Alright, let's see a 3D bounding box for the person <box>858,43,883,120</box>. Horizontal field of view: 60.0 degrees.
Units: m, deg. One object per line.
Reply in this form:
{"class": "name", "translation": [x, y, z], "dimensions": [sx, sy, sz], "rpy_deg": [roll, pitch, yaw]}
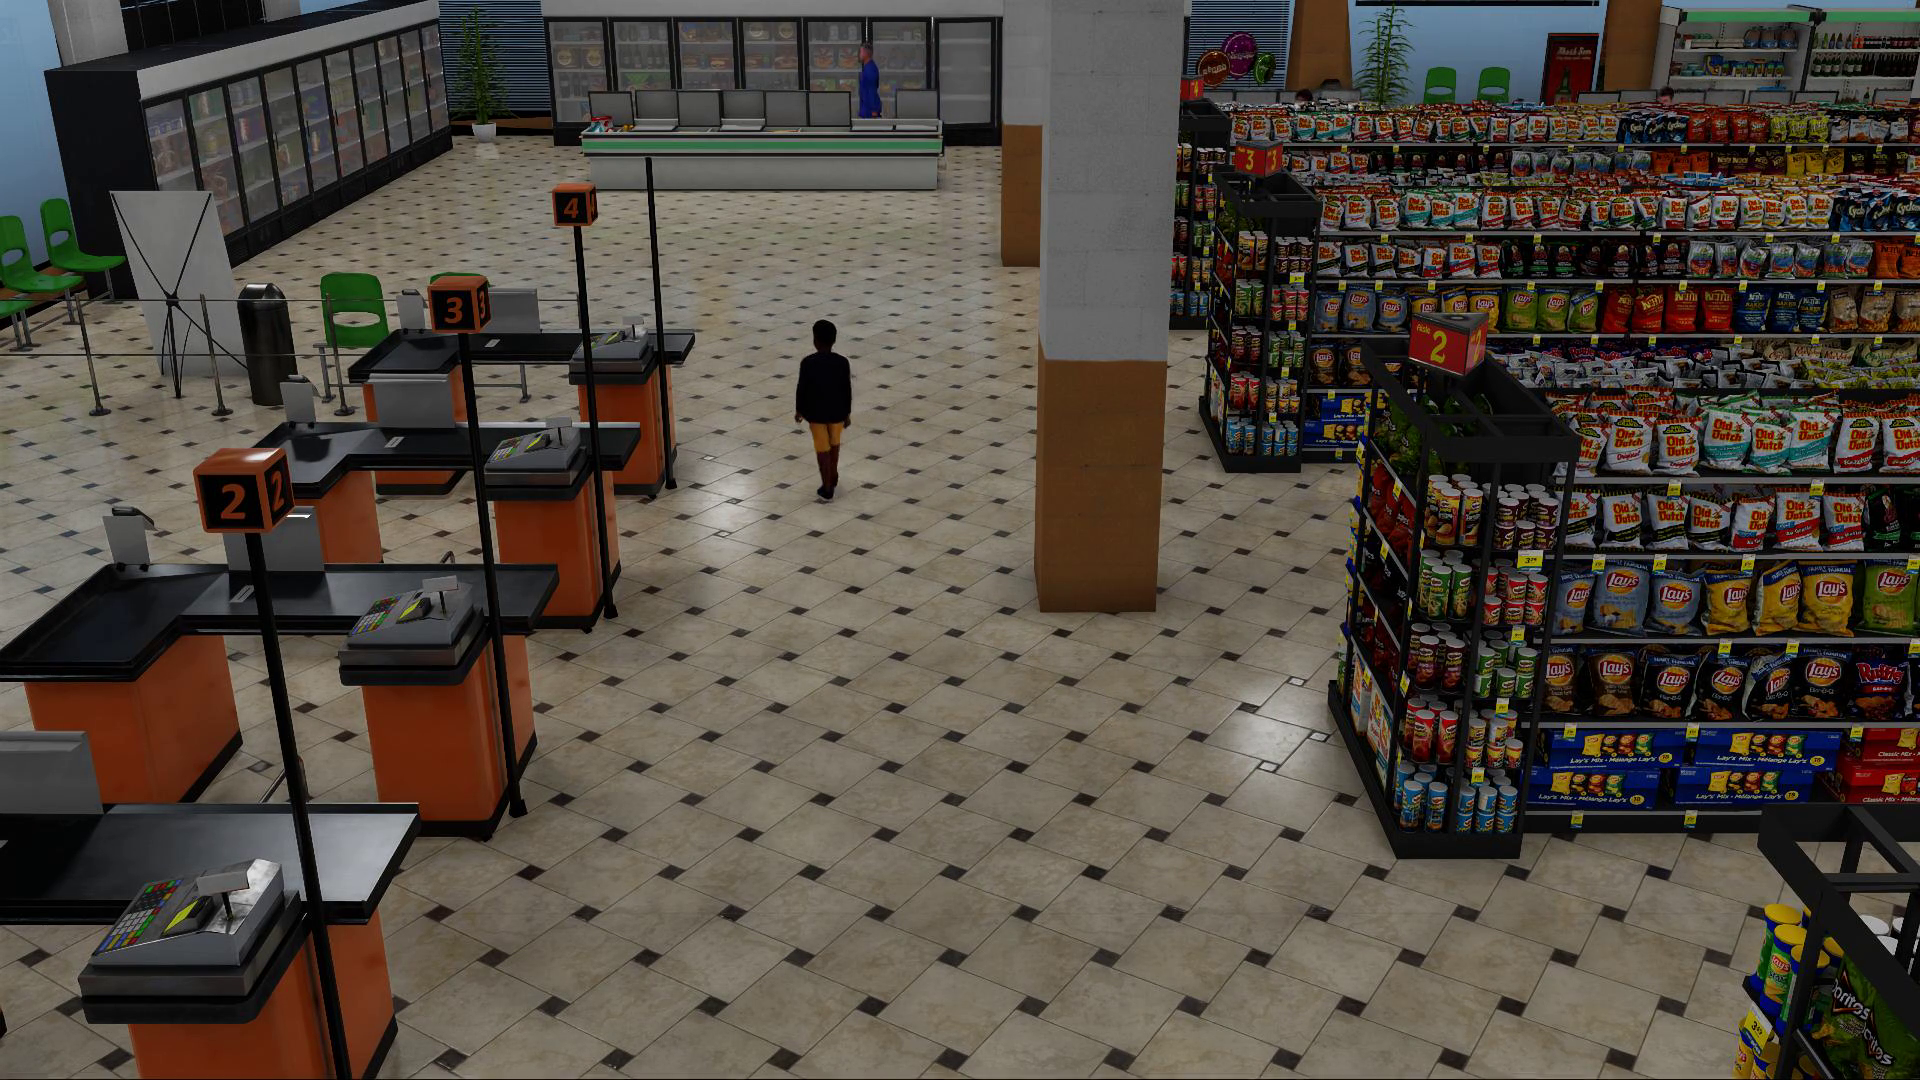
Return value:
{"class": "person", "translation": [-1.211, -6.322, 24.390], "dimensions": [1.169, 1.777, 0.734], "rpy_deg": [0, 22, 0]}

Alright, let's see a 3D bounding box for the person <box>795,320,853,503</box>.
{"class": "person", "translation": [-0.918, -0.881, 11.547], "dimensions": [0.657, 1.257, 0.700], "rpy_deg": [-10, 24, -22]}
